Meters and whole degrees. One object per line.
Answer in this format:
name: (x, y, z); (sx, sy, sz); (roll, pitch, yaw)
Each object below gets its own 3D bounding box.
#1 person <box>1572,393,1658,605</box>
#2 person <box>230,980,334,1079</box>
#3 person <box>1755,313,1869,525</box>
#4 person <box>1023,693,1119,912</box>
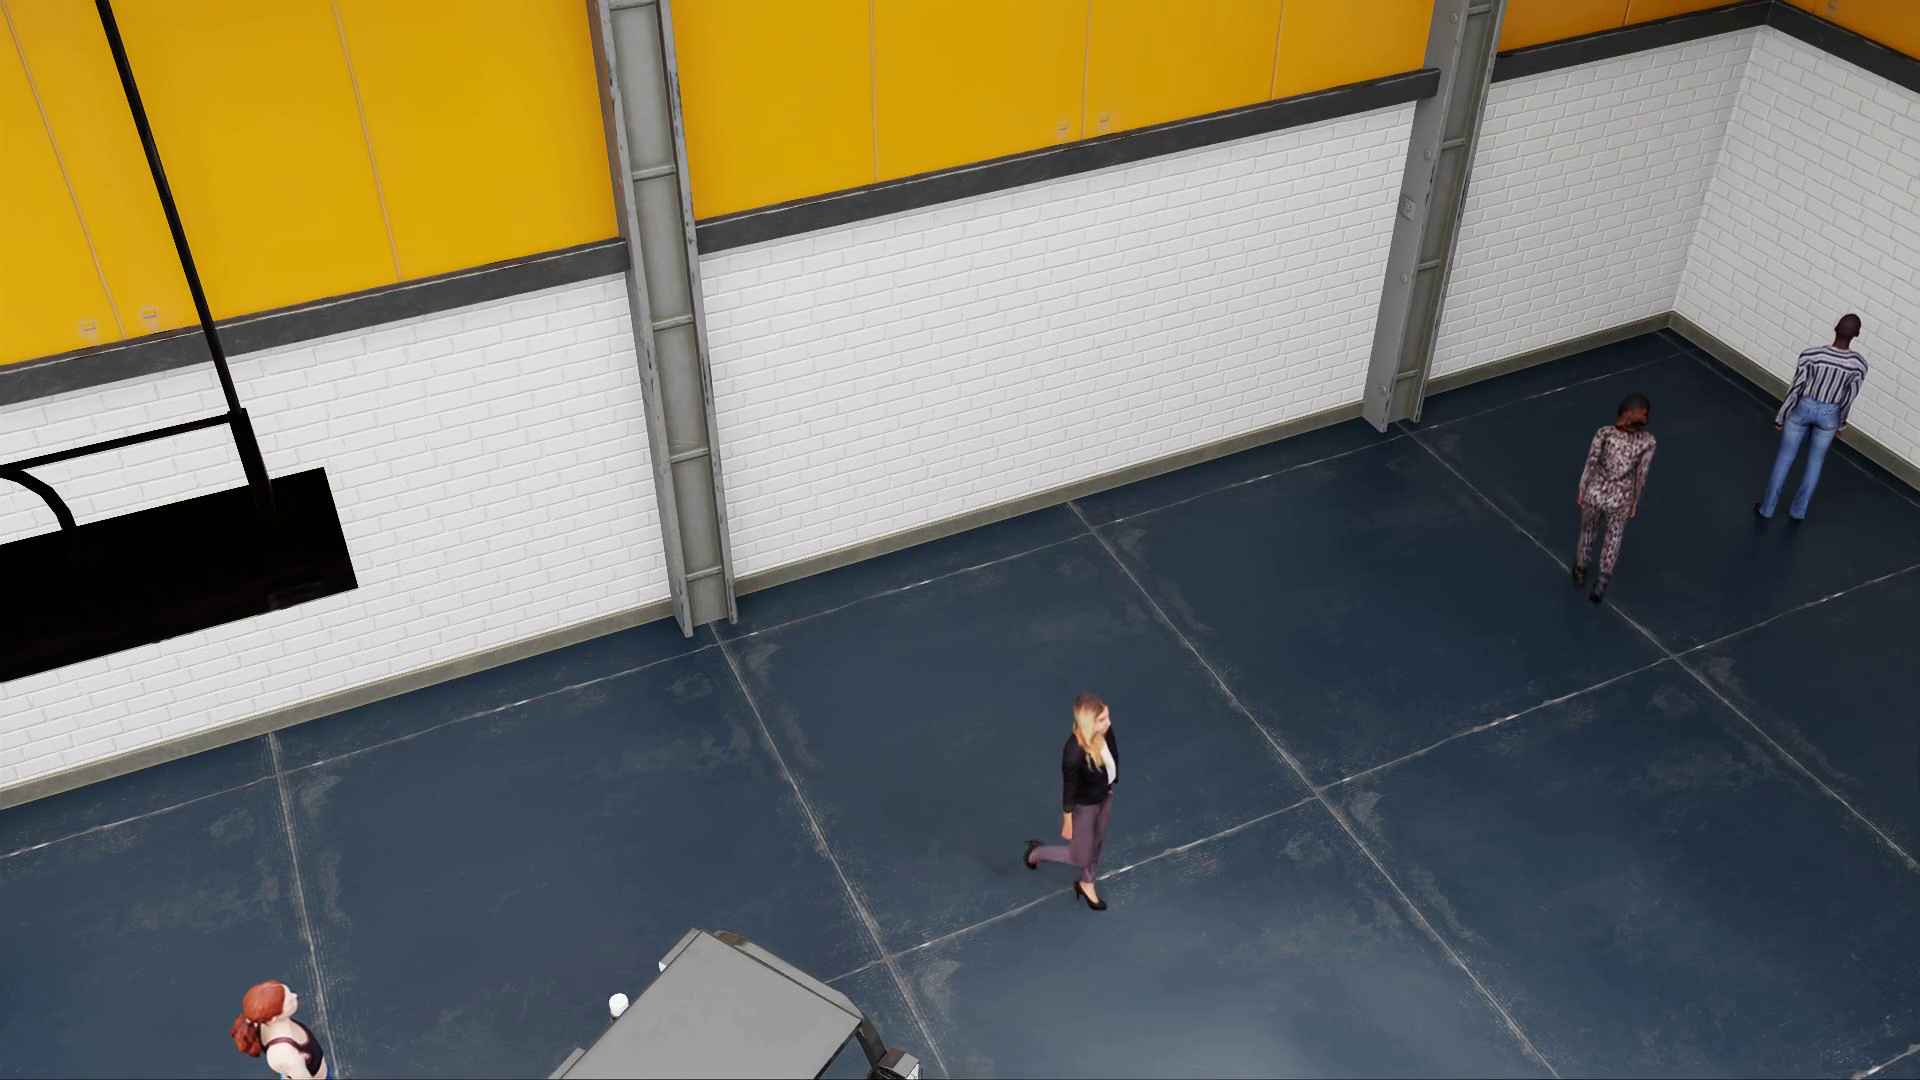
person: (4.525, -0.252, 11.613); (0.903, 1.701, 0.943); (10, 40, 12)
person: (-3.066, 2.674, 7.884); (0.668, 1.784, 0.643); (-30, 47, -32)
person: (6.322, -0.885, 12.332); (0.702, 1.794, 0.769); (12, 40, 14)
person: (0.644, 1.487, 9.472); (0.888, 1.658, 0.861); (21, 43, 24)
